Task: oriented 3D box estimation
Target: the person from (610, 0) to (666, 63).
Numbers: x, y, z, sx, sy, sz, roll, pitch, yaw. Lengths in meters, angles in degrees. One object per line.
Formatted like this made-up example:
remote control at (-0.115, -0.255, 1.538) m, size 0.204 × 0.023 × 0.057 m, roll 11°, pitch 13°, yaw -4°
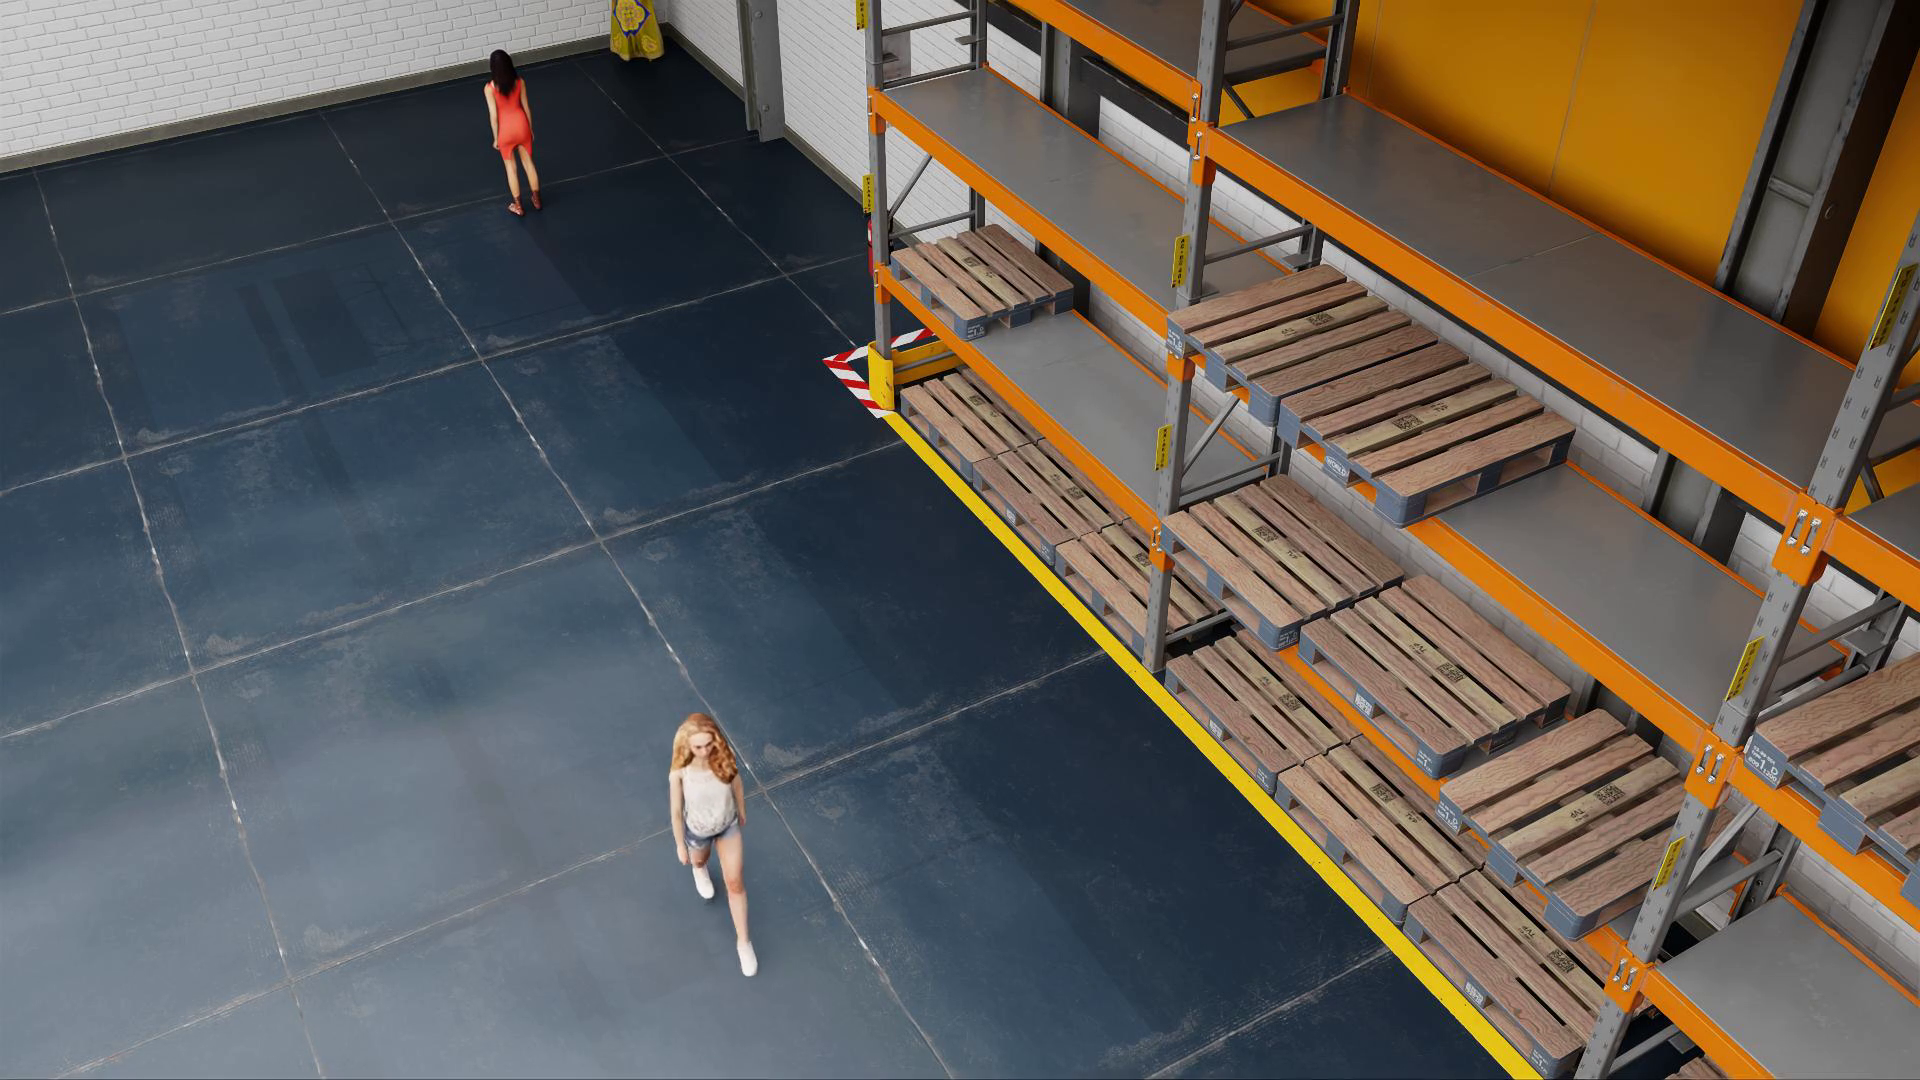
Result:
person at (-3.866, -6.470, 19.600) m, size 0.998 × 1.661 × 1.010 m, roll 2°, pitch 39°, yaw 2°

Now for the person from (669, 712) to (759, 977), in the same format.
person at (-1.458, 1.583, 9.475) m, size 0.705 × 1.713 × 1.180 m, roll -15°, pitch 41°, yaw -18°

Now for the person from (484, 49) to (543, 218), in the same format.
person at (-4.437, -4.044, 16.516) m, size 0.600 × 1.719 × 0.548 m, roll -24°, pitch 44°, yaw -27°
